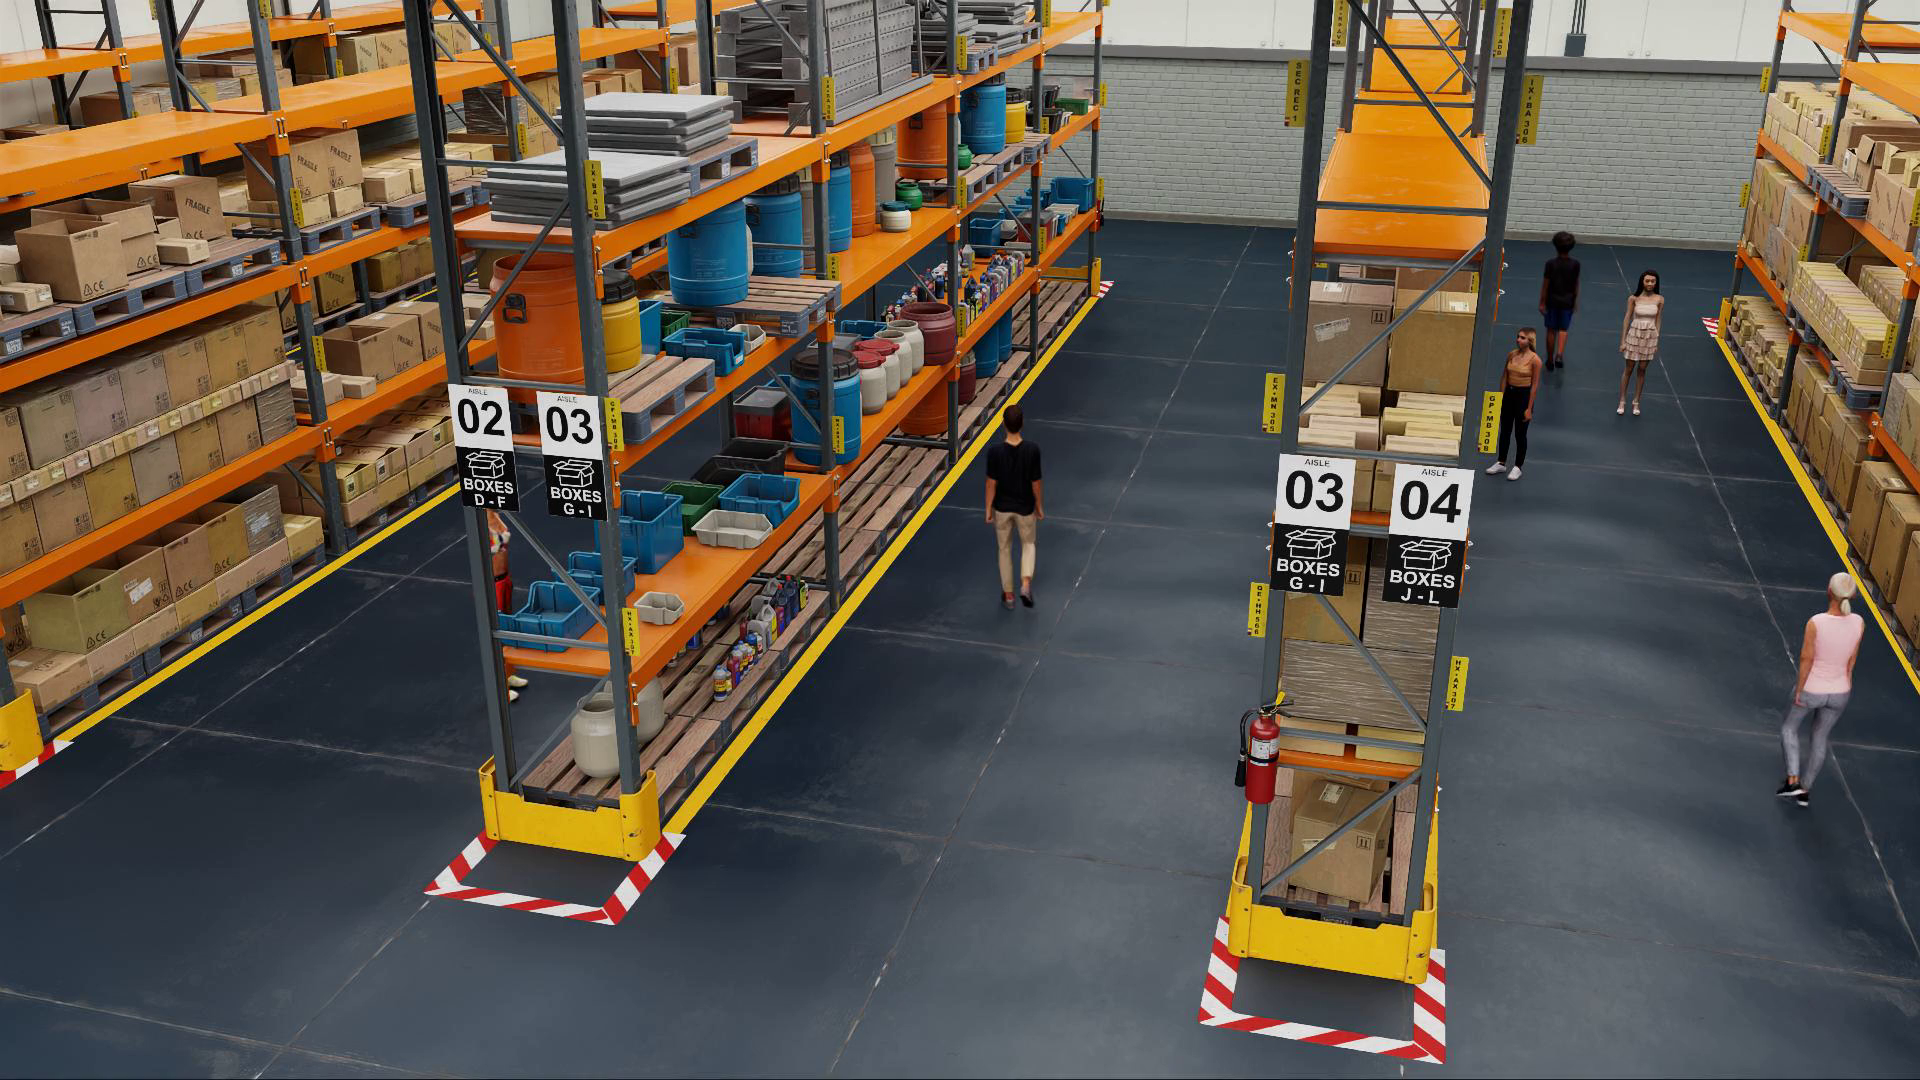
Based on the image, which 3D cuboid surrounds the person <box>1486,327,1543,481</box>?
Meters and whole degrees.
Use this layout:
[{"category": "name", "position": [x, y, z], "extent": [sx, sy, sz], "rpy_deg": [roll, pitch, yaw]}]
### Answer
[{"category": "person", "position": [5.881, -1.454, 17.536], "extent": [0.693, 1.629, 0.655], "rpy_deg": [-16, 27, -34]}]

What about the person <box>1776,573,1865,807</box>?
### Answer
[{"category": "person", "position": [5.869, 1.061, 11.277], "extent": [0.560, 1.712, 0.646], "rpy_deg": [4, 23, 10]}]

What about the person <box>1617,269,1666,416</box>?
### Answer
[{"category": "person", "position": [7.981, -2.317, 19.505], "extent": [0.588, 1.736, 0.529], "rpy_deg": [4, 23, 10]}]

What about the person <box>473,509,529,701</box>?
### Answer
[{"category": "person", "position": [-3.615, 0.372, 12.865], "extent": [0.651, 1.786, 0.503], "rpy_deg": [2, 22, 6]}]

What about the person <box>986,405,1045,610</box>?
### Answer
[{"category": "person", "position": [0.486, -0.231, 14.256], "extent": [0.800, 1.849, 0.904], "rpy_deg": [-1, 22, -3]}]

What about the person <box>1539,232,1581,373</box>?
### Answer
[{"category": "person", "position": [7.610, -2.987, 21.083], "extent": [0.637, 1.781, 0.668], "rpy_deg": [4, 23, 11]}]
